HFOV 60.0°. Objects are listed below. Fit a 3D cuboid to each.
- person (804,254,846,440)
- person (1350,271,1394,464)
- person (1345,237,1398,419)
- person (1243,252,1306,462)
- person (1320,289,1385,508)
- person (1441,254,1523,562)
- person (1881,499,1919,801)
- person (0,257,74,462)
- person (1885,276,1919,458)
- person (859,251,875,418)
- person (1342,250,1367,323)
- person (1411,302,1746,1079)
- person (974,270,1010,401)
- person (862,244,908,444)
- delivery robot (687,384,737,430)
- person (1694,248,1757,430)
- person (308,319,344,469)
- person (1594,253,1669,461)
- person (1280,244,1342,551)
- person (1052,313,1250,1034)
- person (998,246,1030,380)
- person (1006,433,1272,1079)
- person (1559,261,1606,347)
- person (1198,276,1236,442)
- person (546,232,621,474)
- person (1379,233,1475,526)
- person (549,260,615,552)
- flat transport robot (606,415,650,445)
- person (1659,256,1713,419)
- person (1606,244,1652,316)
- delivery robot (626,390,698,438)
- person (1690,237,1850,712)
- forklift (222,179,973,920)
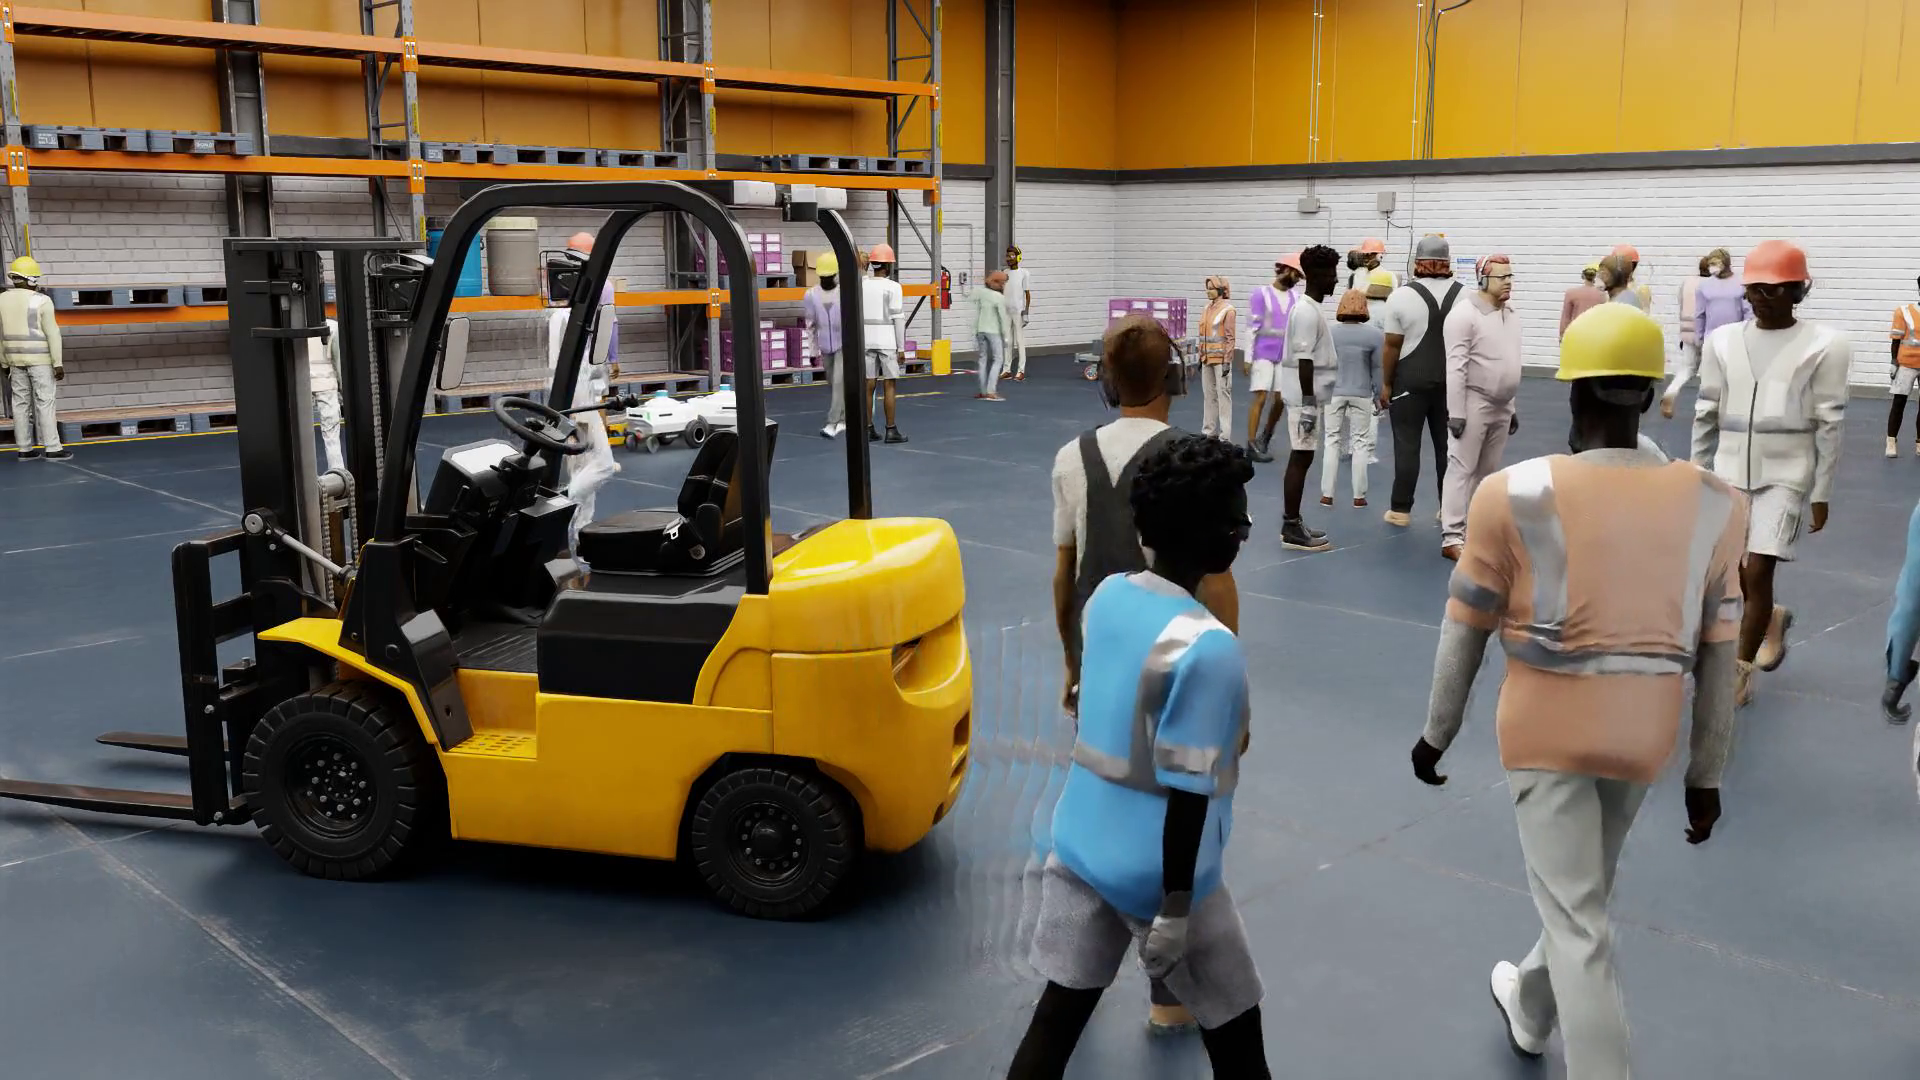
[{"bbox_3d":[-1.276,-1.924,16.622,0.599,1.822,1.082,4,11,19],"label":"person"},{"bbox_3d":[3.668,-1.534,14.829,0.506,1.708,0.519,7,12,33],"label":"person"},{"bbox_3d":[4.532,-2.332,18.382,0.383,1.996,0.609,-8,13,-36],"label":"person"},{"bbox_3d":[2.799,-1.657,15.047,0.611,1.885,0.583,-5,11,-24],"label":"person"},{"bbox_3d":[2.902,-1.051,12.418,0.502,1.626,0.282,3,11,14],"label":"person"},{"bbox_3d":[3.278,-0.817,10.362,0.643,1.910,0.400,-8,13,-36],"label":"person"},{"bbox_3d":[2.795,0.407,4.488,0.521,1.609,0.775,4,11,22],"label":"person"},{"bbox_3d":[-8.310,-1.612,14.903,0.599,1.830,0.404,1,10,6],"label":"person"},{"bbox_3d":[8.718,-1.583,15.106,0.536,1.699,0.322,3,11,14],"label":"person"},{"bbox_3d":[-1.068,-2.268,18.440,0.389,1.846,0.566,1,10,6],"label":"person"},{"bbox_3d":[5.534,-3.194,23.587,0.824,1.806,0.653,4,11,22],"label":"person"},{"bbox_3d":[1.369,0.420,3.705,0.609,1.873,0.978,-1,10,-5],"label":"person"},{"bbox_3d":[0.387,-2.509,20.445,0.324,1.597,0.600,-9,14,-40],"label":"person"},{"bbox_3d":[-0.760,-1.906,16.220,0.545,1.938,0.361,6,12,29],"label":"person"},{"bbox_3d":[-2.310,-1.289,16.370,0.707,0.478,0.477,3,11,14],"label":"delivery robot"},{"bbox_3d":[7.994,-2.097,17.414,0.664,1.890,0.817,7,12,33],"label":"person"},{"bbox_3d":[-5.040,-1.161,12.959,0.522,1.644,0.305,-4,11,-19],"label":"person"},{"bbox_3d":[4.893,-1.147,12.194,0.953,1.907,0.633,2,11,10],"label":"person"},{"bbox_3d":[2.262,-0.924,10.782,0.362,1.963,0.613,2,11,11],"label":"person"},{"bbox_3d":[0.468,0.358,4.220,0.572,1.827,0.376,8,13,38],"label":"person"},{"bbox_3d":[0.744,-3.173,23.310,0.512,1.873,0.329,8,13,36],"label":"person"},{"bbox_3d":[0.416,0.614,3.248,0.858,1.643,0.543,-5,11,-24],"label":"person"},{"bbox_3d":[7.275,-2.375,19.367,0.542,1.735,0.705,2,11,13],"label":"person"},{"bbox_3d":[2.448,-1.698,15.903,0.309,1.639,0.514,-5,12,-26],"label":"person"},{"bbox_3d":[-3.168,-1.569,14.094,0.615,2.042,0.372,2,11,12],"label":"person"},{"bbox_3d":[3.255,-1.121,11.656,0.688,2.000,0.536,-1,10,-4],"label":"person"},{"bbox_3d":[-2.438,-0.822,10.500,0.485,1.873,0.580,-6,12,-28],"label":"person"},{"bbox_3d":[-3.222,-1.119,16.477,0.652,0.197,1.431,8,13,38],"label":"flat transport robot"},{"bbox_3d":[7.983,-2.166,17.983,0.758,1.815,0.635,-5,12,-26],"label":"person"},{"bbox_3d":[6.231,-1.811,15.698,0.377,1.938,0.547,-3,11,-18],"label":"person"},{"bbox_3d":[-2.810,-1.170,15.703,0.477,0.478,0.707,7,13,35],"label":"delivery robot"},{"bbox_3d":[3.495,-0.289,7.197,0.784,2.020,0.612,-9,14,-40],"label":"person"},{"bbox_3d":[-1.114,-0.058,5.440,2.313,2.155,1.214,2,11,13],"label":"forklift"}]
